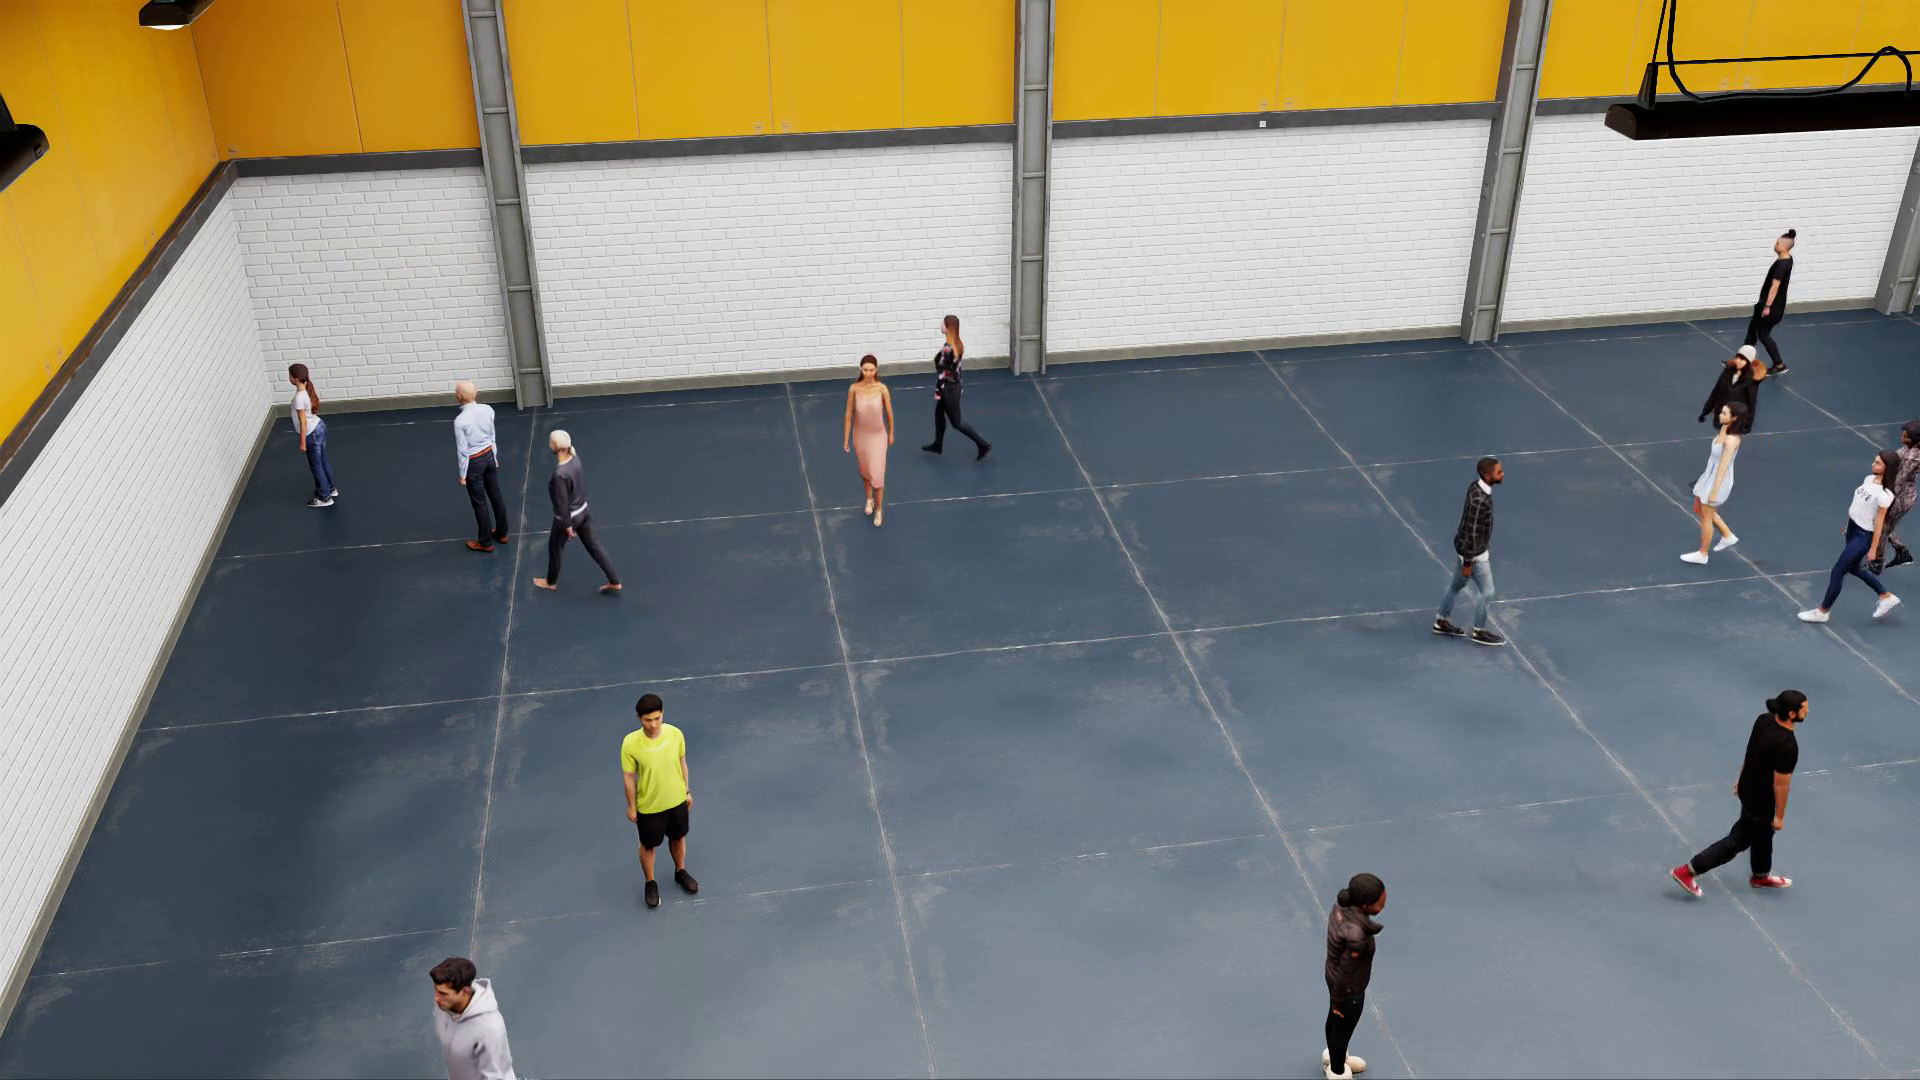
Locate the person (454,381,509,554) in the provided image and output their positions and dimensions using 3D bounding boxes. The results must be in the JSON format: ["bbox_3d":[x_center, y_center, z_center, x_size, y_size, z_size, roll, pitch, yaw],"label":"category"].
[{"bbox_3d":[-4.726,-0.734,16.329,0.781,1.792,0.730,17,33,28],"label":"person"}]

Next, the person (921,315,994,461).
[{"bbox_3d":[-0.024,-1.616,18.095,1.137,1.649,0.856,7,29,12],"label":"person"}]

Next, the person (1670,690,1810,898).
[{"bbox_3d":[5.547,1.814,11.723,1.212,1.730,0.829,2,29,4],"label":"person"}]

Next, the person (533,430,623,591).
[{"bbox_3d":[-3.539,-0.226,15.512,1.185,1.682,0.985,10,30,18],"label":"person"}]

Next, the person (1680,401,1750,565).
[{"bbox_3d":[7.399,-0.534,16.041,0.851,1.717,0.735,5,29,9],"label":"person"}]

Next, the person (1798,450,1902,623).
[{"bbox_3d":[8.230,-0.002,15.034,1.156,1.748,0.846,4,29,7],"label":"person"}]

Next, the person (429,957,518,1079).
[{"bbox_3d":[-2.574,3.039,9.317,1.227,1.883,1.246,17,33,28],"label":"person"}]

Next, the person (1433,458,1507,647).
[{"bbox_3d":[4.466,0.079,14.827,1.006,1.803,0.900,7,29,13],"label":"person"}]

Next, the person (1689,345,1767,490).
[{"bbox_3d":[8.188,-1.305,17.573,1.036,1.602,0.784,-12,31,-21],"label":"person"}]

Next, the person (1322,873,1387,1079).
[{"bbox_3d":[2.351,2.704,10.164,0.604,1.660,0.654,-5,29,-8],"label":"person"}]

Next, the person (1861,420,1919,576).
[{"bbox_3d":[8.964,-0.356,15.741,0.870,1.692,0.800,14,32,24],"label":"person"}]

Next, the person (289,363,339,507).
[{"bbox_3d":[-6.734,-1.115,17.266,0.561,1.563,0.565,-1,29,-1],"label":"person"}]

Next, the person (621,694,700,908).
[{"bbox_3d":[-2.130,1.806,11.760,0.586,1.708,0.751,-15,32,-26],"label":"person"}]

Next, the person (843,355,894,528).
[{"bbox_3d":[-0.912,-1.080,16.946,0.781,1.808,0.801,4,29,7],"label":"person"}]

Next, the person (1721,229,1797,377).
[{"bbox_3d":[9.901,-2.857,20.160,1.134,1.851,1.034,14,31,23],"label":"person"}]
